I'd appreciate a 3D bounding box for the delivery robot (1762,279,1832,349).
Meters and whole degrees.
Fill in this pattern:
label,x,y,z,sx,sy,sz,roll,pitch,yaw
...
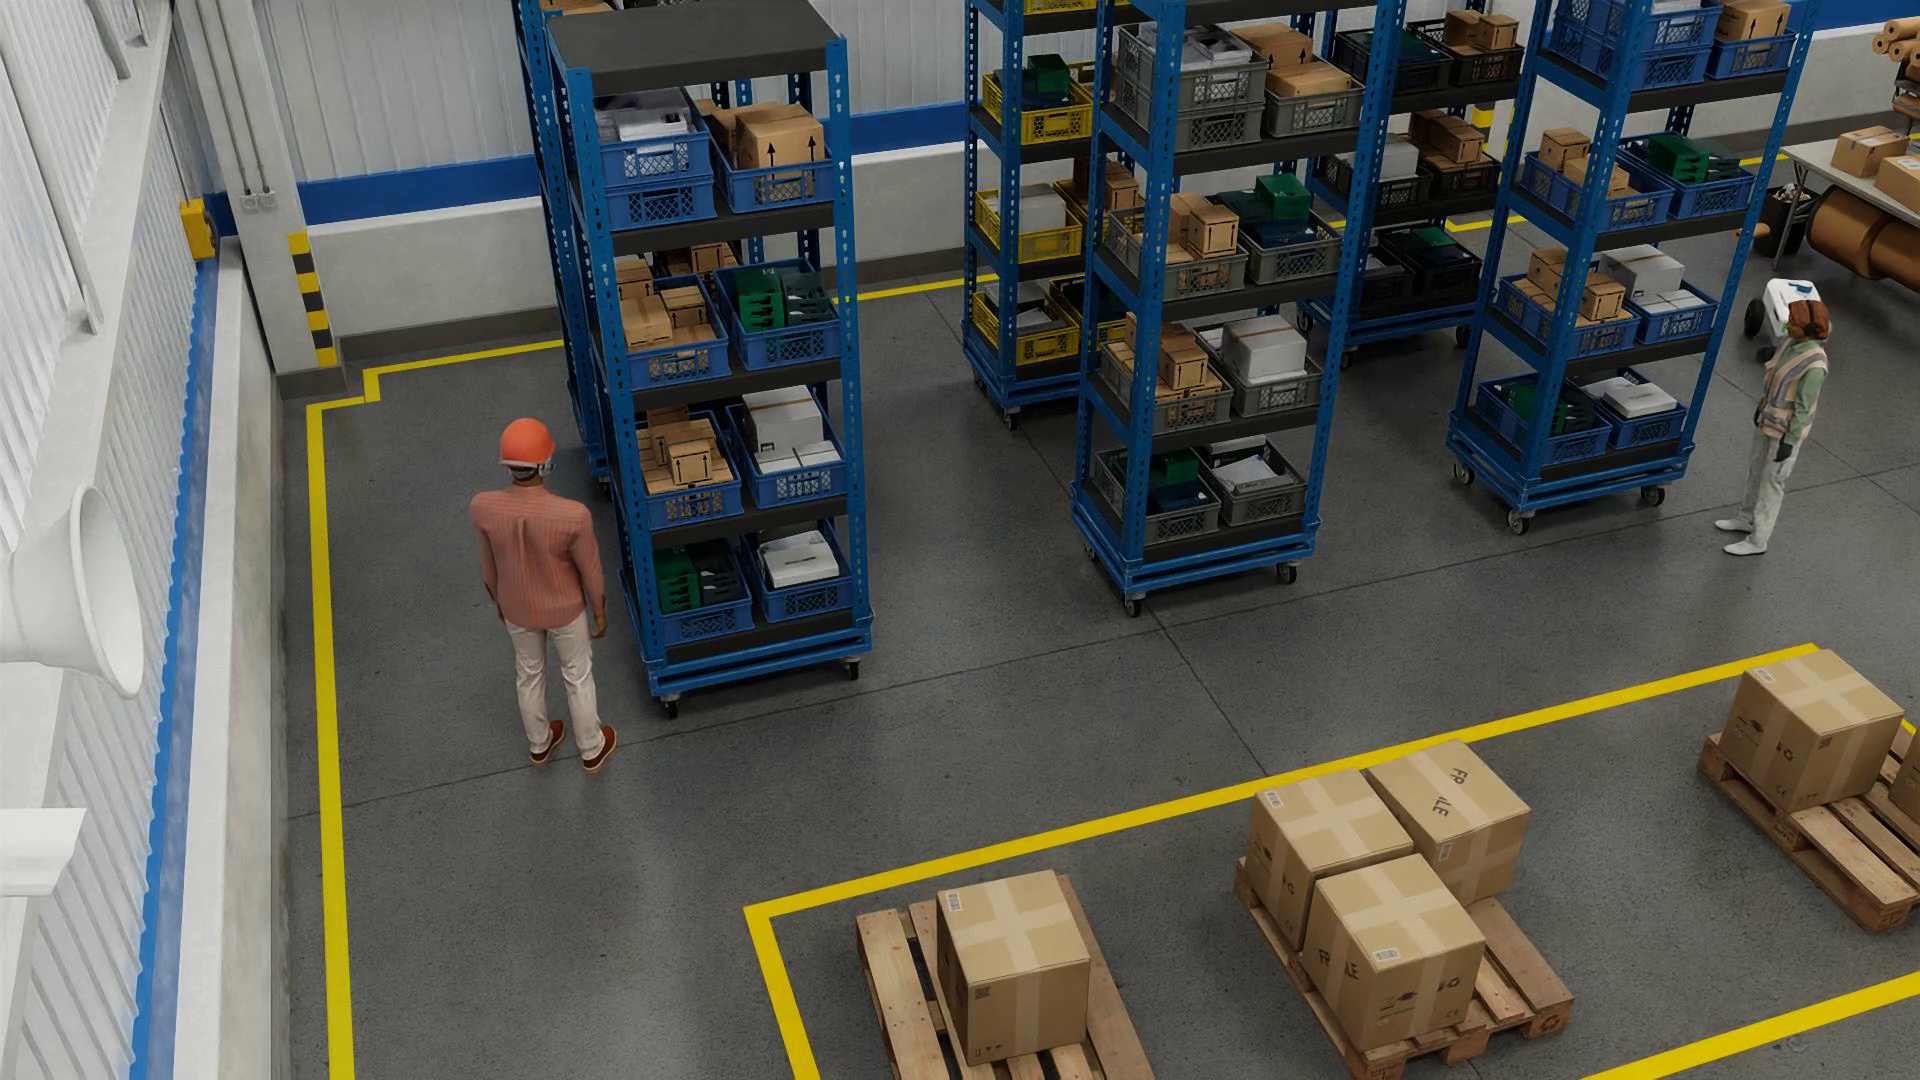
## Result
label,x,y,z,sx,sy,sz,roll,pitch,yaw
delivery robot,6.051,-1.639,12.033,0.477,0.478,0.707,7,36,10

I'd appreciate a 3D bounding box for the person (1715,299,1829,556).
label,x,y,z,sx,sy,sz,roll,pitch,yaw
person,4.834,-0.669,9.807,0.313,1.631,0.526,3,35,4

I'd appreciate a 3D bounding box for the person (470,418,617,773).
label,x,y,z,sx,sy,sz,roll,pitch,yaw
person,-2.011,0.292,8.148,0.608,1.987,0.410,3,35,5
